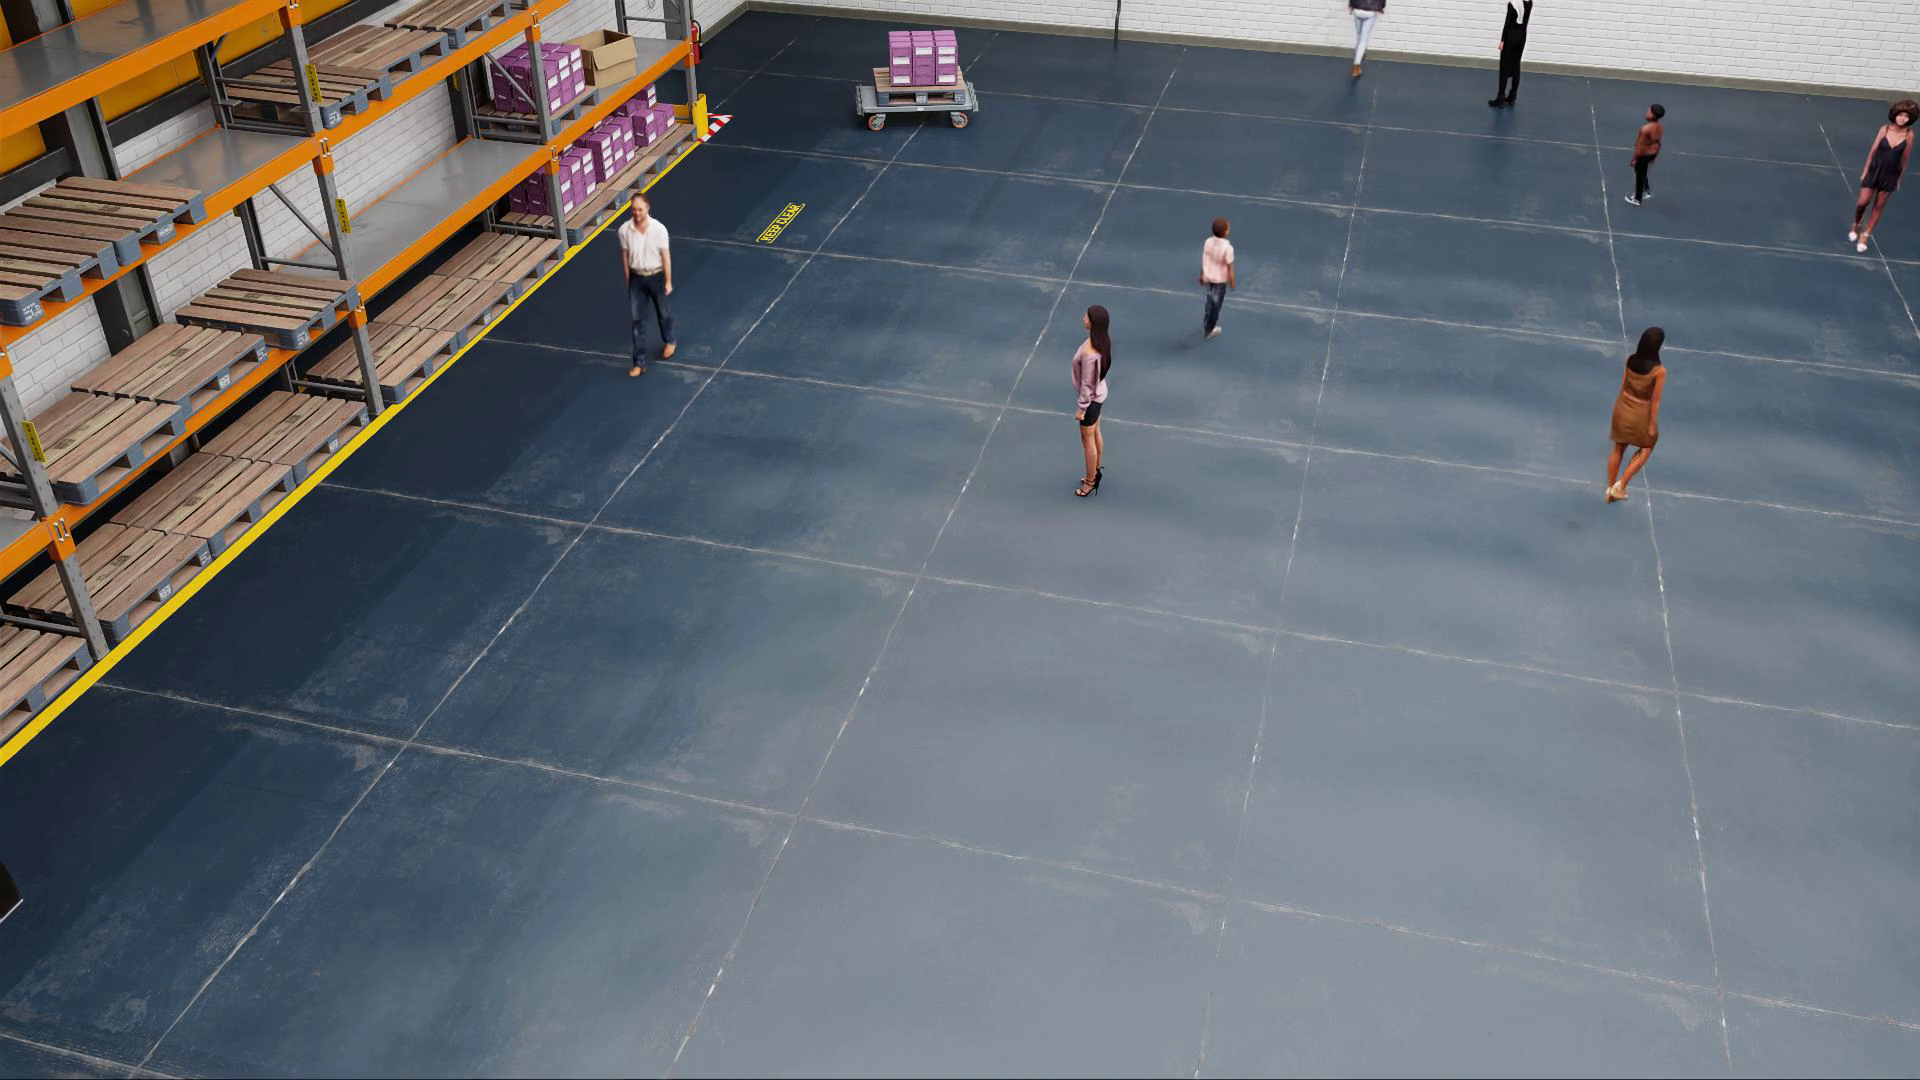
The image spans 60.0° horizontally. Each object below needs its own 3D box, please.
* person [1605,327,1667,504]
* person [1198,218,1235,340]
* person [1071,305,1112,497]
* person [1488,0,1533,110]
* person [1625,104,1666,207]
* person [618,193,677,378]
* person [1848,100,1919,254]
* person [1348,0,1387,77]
[{"bbox_3d":[5.756,-1.033,14.328,0.763,1.680,0.706,-18,38,-26],"label":"person"},{"bbox_3d":[2.595,-2.687,17.161,0.613,1.299,0.649,27,42,34],"label":"person"},{"bbox_3d":[1.151,-1.208,14.473,0.704,1.812,0.492,12,35,17],"label":"person"},{"bbox_3d":[7.688,-6.897,23.063,0.673,1.776,0.730,-17,37,-24],"label":"person"},{"bbox_3d":[8.375,-4.655,20.167,0.605,1.248,0.680,-25,41,-32],"label":"person"},{"bbox_3d":[-3.054,-2.613,16.587,0.751,1.810,1.146,5,34,8],"label":"person"},{"bbox_3d":[10.504,-4.168,18.953,0.613,1.780,0.661,14,36,20],"label":"person"},{"bbox_3d":[5.879,-7.649,24.175,0.911,1.797,1.184,20,38,27],"label":"person"}]
